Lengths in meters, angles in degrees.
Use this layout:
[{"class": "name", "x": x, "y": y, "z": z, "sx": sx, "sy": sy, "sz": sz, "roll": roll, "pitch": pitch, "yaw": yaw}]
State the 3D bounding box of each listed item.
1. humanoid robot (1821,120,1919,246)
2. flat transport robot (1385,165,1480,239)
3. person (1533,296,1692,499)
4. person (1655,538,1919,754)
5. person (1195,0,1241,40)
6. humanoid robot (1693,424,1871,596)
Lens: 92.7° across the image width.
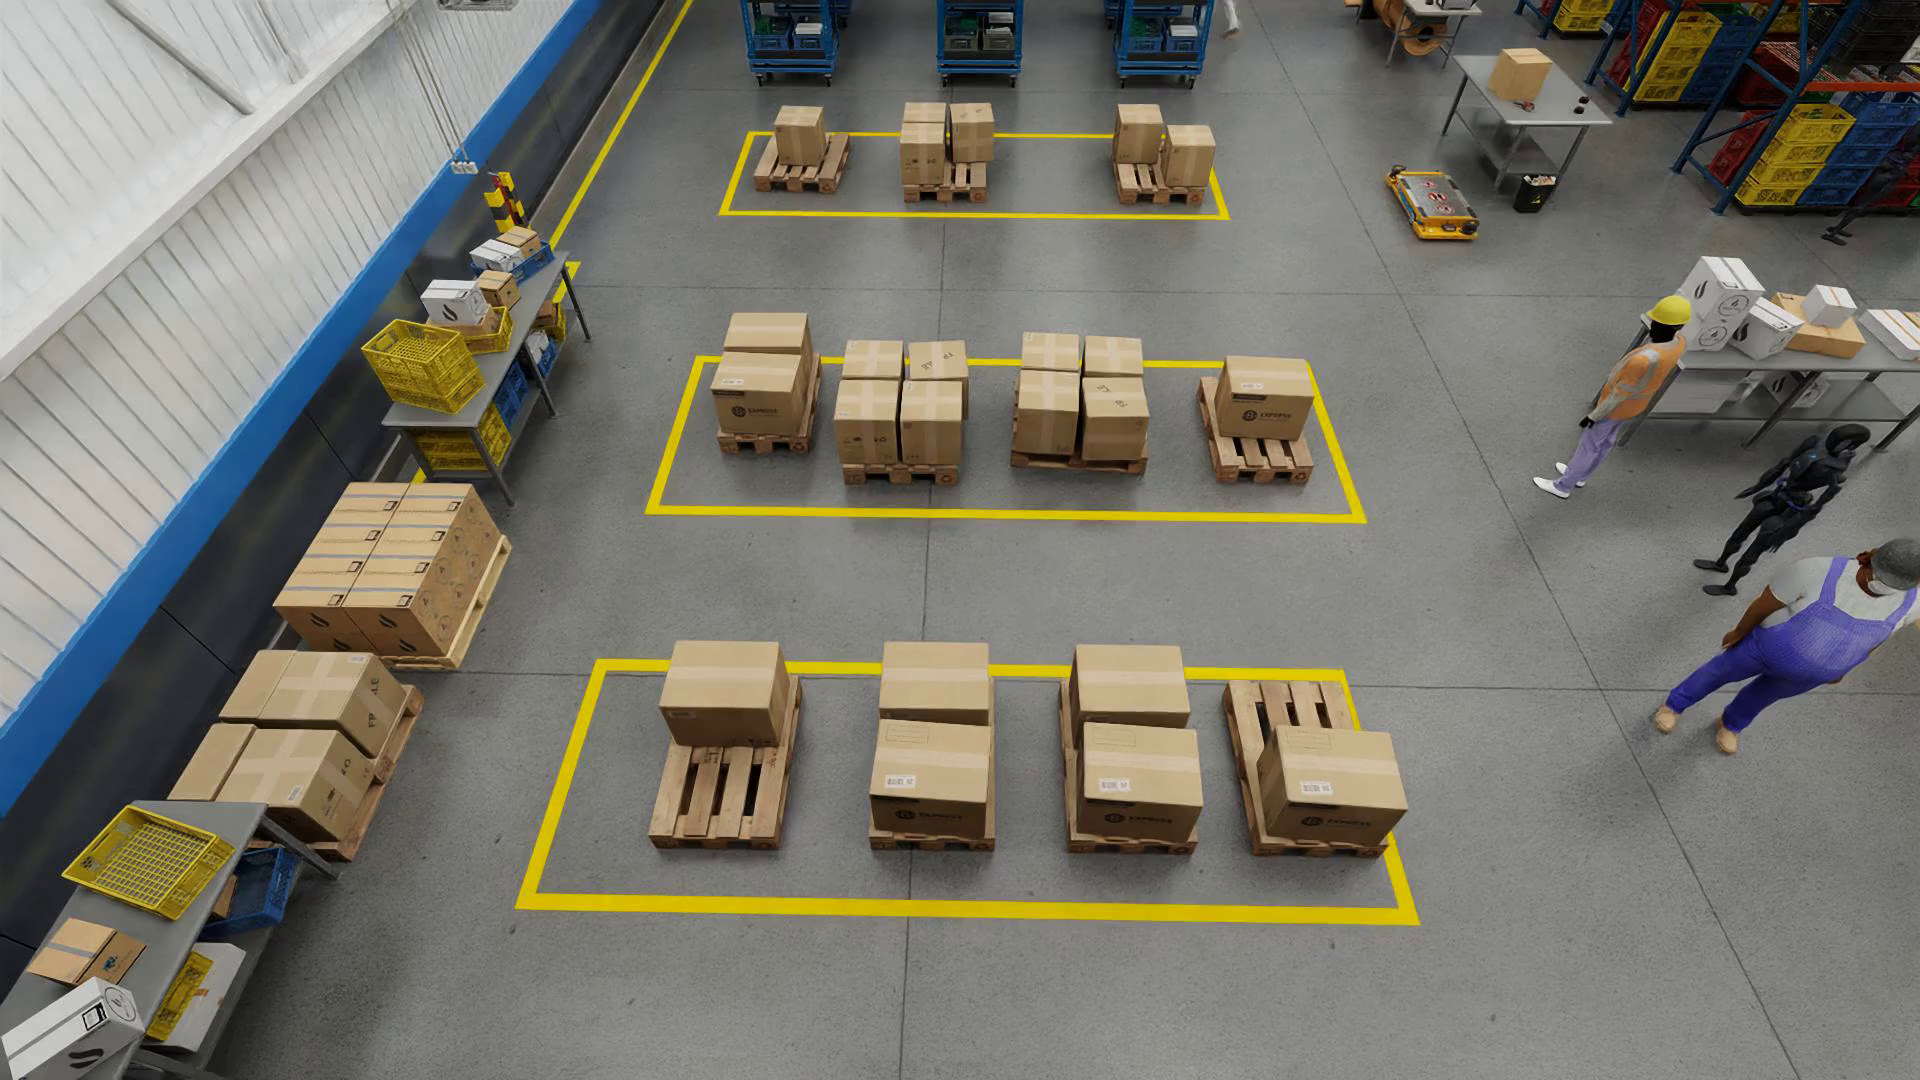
[{"class": "humanoid robot", "x": 10.325, "y": -4.070, "z": 10.124, "sx": 0.357, "sy": 1.650, "sz": 0.563, "roll": 35, "pitch": 57, "yaw": 26}, {"class": "flat transport robot", "x": 5.692, "y": -4.094, "z": 11.059, "sx": 0.652, "sy": 0.197, "sz": 1.431, "roll": 1, "pitch": 49, "yaw": 1}, {"class": "person", "x": 5.297, "y": -1.110, "z": 7.405, "sx": 0.585, "sy": 1.916, "sz": 0.377, "roll": -24, "pitch": 53, "yaw": -20}, {"class": "person", "x": 5.248, "y": 0.702, "z": 5.755, "sx": 0.686, "sy": 2.000, "sz": 0.536, "roll": 21, "pitch": 52, "yaw": 17}, {"class": "person", "x": 4.063, "y": -8.735, "z": 14.063, "sx": 0.638, "sy": 1.836, "sz": 0.952, "roll": -33, "pitch": 57, "yaw": -26}, {"class": "humanoid robot", "x": 6.072, "y": -0.235, "z": 6.802, "sx": 0.320, "sy": 1.651, "sz": 0.567, "roll": 9, "pitch": 50, "yaw": 7}]
